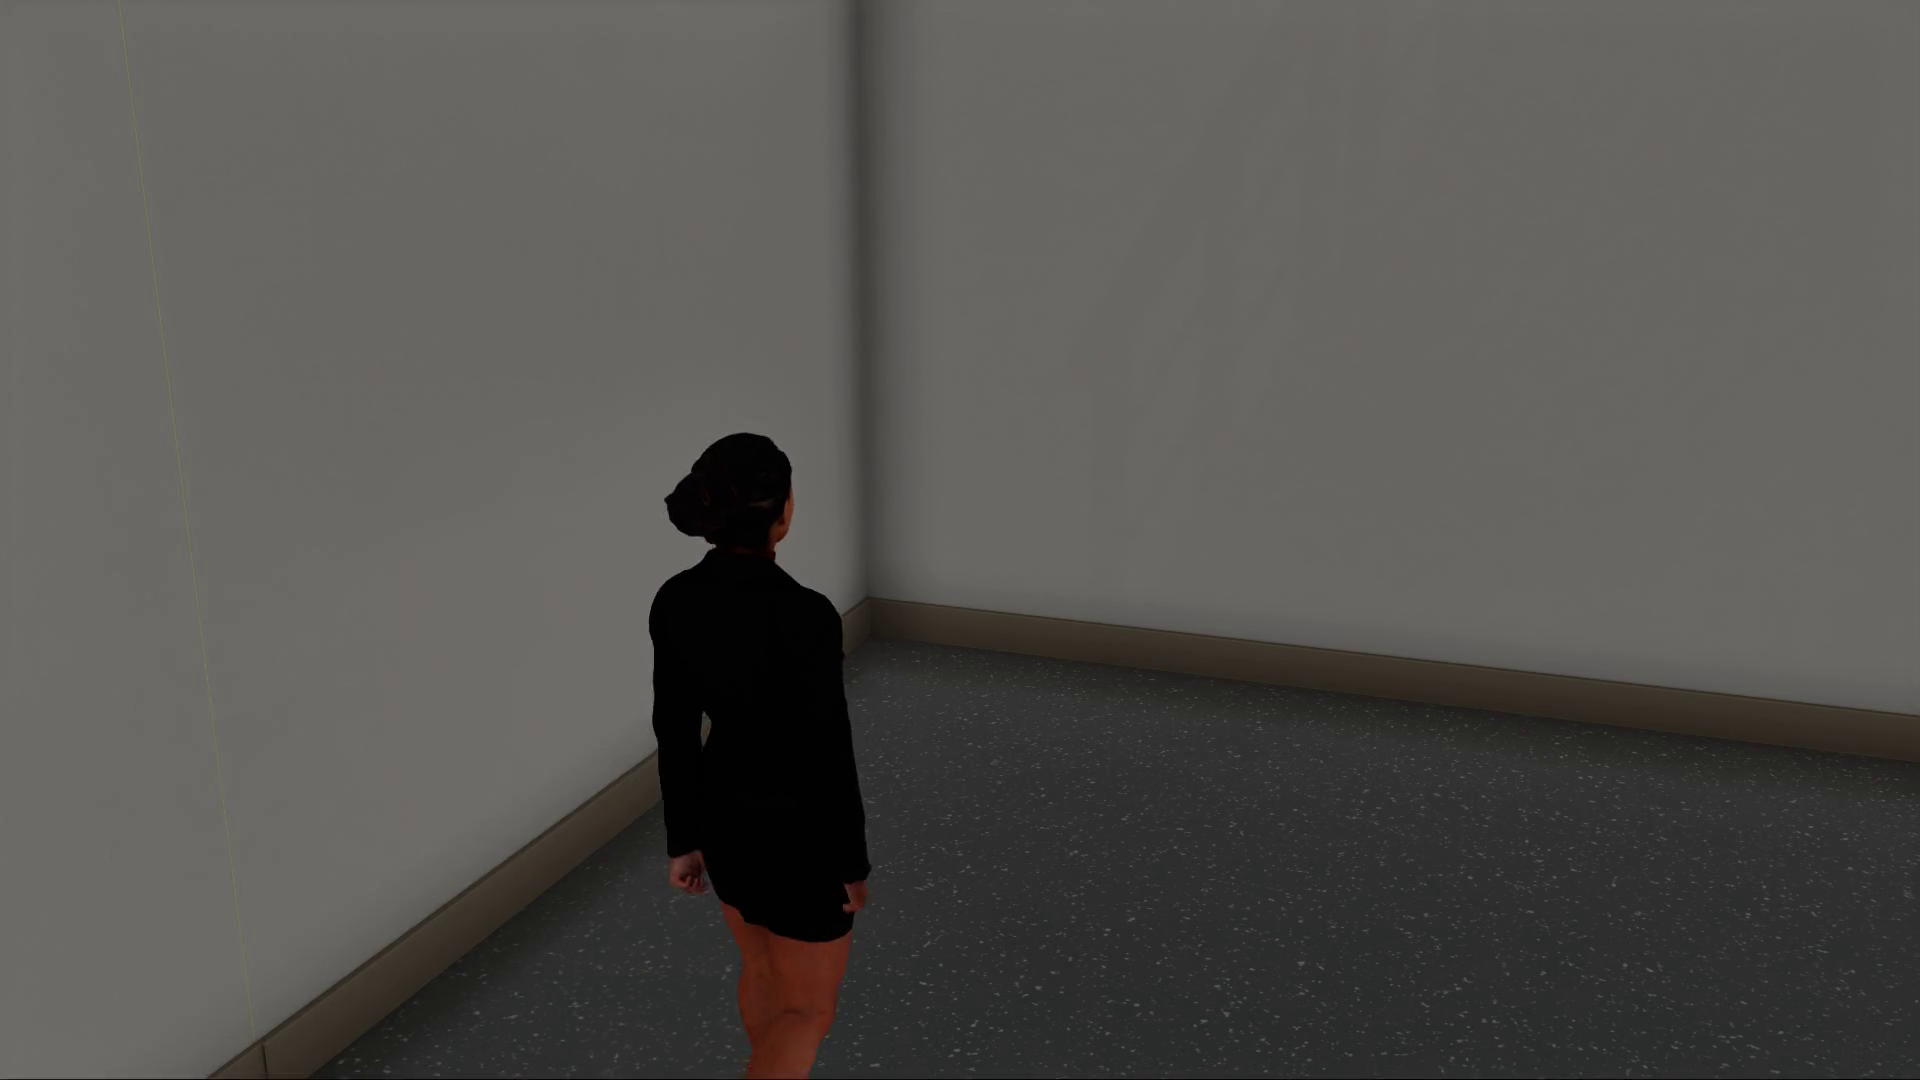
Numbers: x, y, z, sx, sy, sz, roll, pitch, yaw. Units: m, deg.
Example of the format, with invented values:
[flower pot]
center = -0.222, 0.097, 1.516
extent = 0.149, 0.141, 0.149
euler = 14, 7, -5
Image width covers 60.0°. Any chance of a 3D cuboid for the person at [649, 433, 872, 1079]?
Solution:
[person]
center = -0.379, 0.625, 3.109
extent = 0.650, 1.619, 0.972
euler = 8, 18, 26
